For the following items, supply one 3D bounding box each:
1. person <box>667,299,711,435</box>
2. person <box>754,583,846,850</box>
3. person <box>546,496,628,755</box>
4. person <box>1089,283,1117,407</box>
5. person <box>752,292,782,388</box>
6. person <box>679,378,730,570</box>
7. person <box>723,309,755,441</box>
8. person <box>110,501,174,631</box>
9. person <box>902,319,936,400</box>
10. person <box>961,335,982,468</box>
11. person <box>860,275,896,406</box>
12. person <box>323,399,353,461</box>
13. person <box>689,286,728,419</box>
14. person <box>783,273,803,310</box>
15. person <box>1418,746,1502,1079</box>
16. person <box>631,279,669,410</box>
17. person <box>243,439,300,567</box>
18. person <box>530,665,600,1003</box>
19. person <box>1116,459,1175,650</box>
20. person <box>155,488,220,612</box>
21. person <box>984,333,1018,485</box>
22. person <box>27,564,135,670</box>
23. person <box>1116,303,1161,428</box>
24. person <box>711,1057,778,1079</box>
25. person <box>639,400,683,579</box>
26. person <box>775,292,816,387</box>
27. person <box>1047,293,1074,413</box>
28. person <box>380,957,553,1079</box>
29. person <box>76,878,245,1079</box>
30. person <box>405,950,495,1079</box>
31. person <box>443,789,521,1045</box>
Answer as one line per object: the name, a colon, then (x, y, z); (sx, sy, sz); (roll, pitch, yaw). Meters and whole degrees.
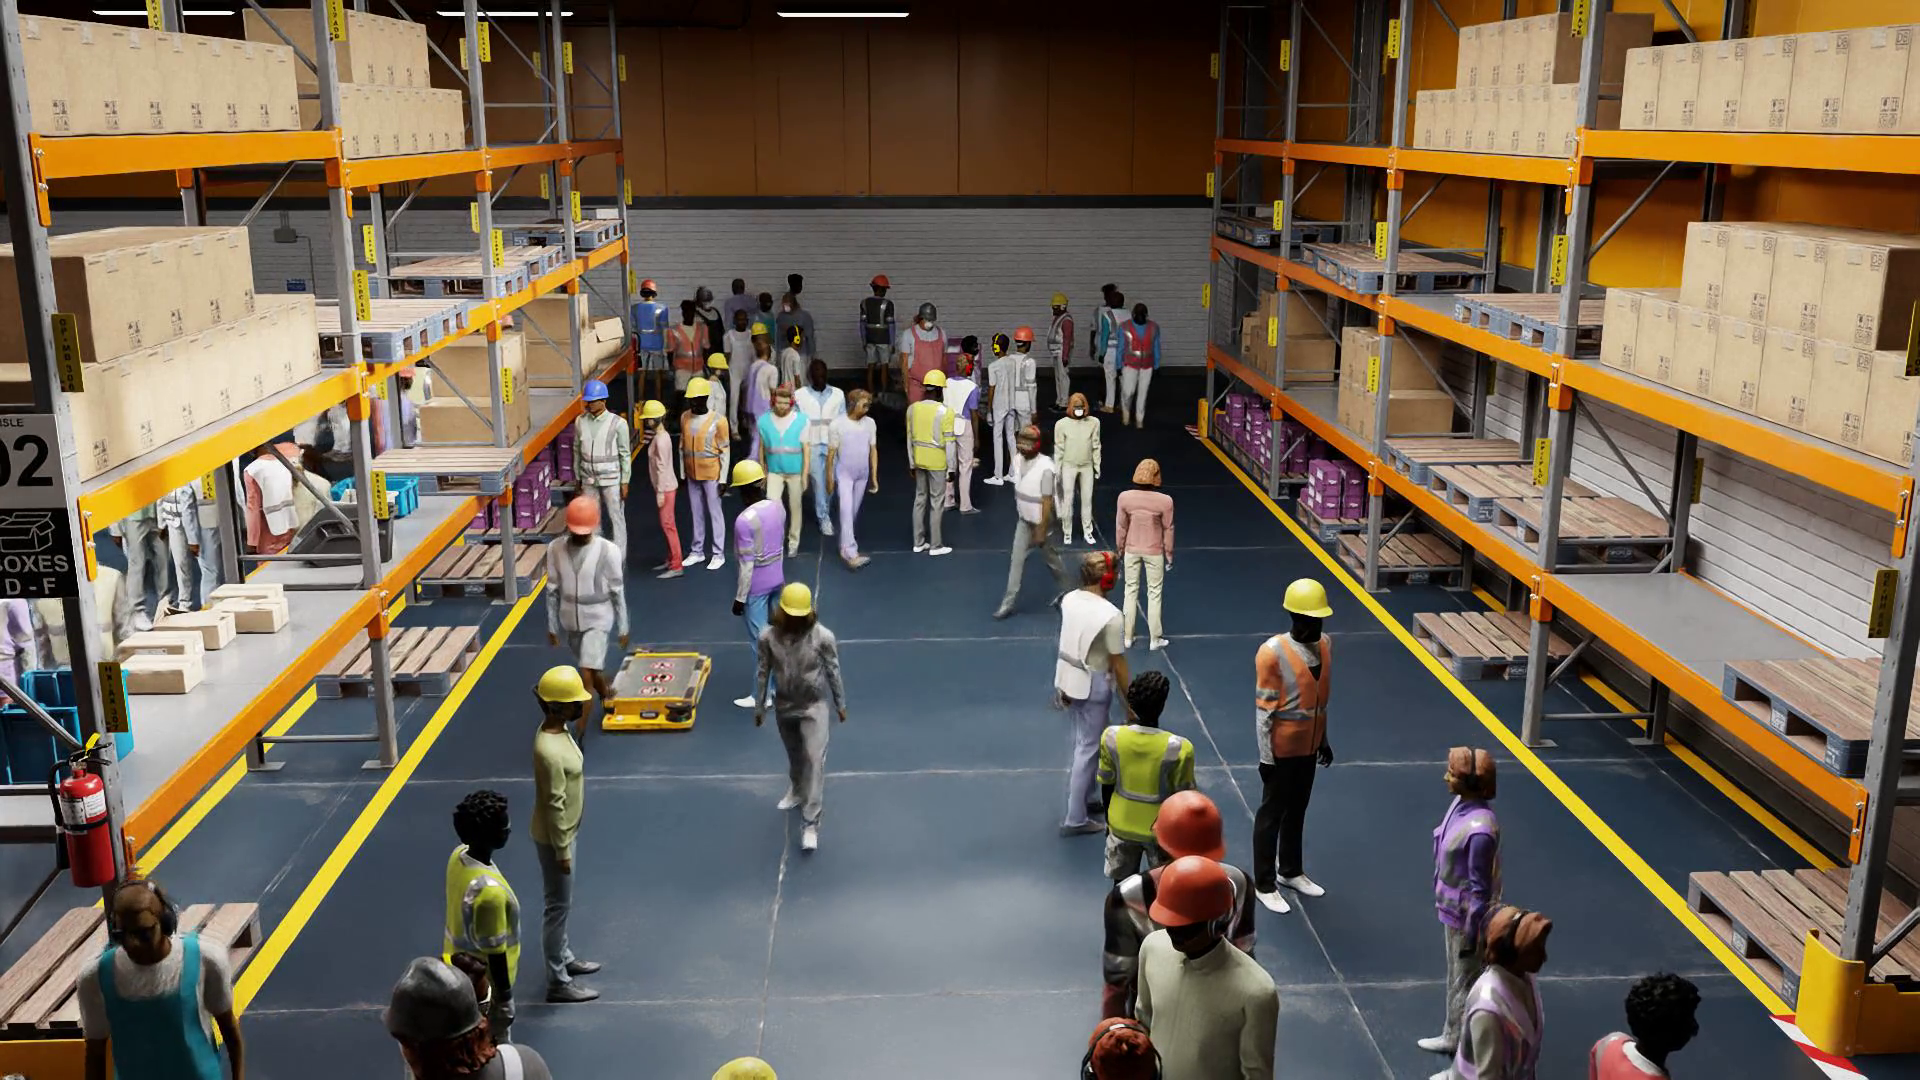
person: (-3.802, -2.435, 23.480); (0.610, 1.942, 0.453); (-8, 17, -30)
person: (-1.015, 1.039, 10.377); (0.545, 1.669, 0.965); (2, 14, 8)
person: (-2.633, 0.564, 11.861); (0.560, 1.879, 0.941); (3, 15, 12)
person: (2.314, -3.020, 25.827); (0.595, 1.917, 0.961); (8, 16, 29)
person: (-2.913, -2.882, 25.486); (0.576, 1.813, 0.565); (8, 16, 28)
person: (-2.556, -0.660, 16.533); (0.584, 1.928, 0.372); (8, 16, 28)
person: (-3.036, -2.296, 23.139); (0.504, 1.839, 0.341); (-7, 16, -24)
person: (-7.199, -0.167, 14.644); (0.399, 1.909, 0.606); (9, 17, 32)
person: (-0.427, -2.181, 22.735); (0.581, 1.802, 0.896); (14, 20, 43)
person: (0.120, -1.791, 21.435); (0.319, 1.697, 0.533); (2, 14, 6)
person: (-1.255, -3.105, 25.922); (0.611, 2.032, 0.403); (8, 16, 30)
person: (-8.200, -1.978, 21.793); (0.337, 1.882, 0.584); (-13, 19, -40)
person: (-3.757, -2.810, 24.748); (0.658, 2.000, 0.704); (6, 16, 23)
person: (-2.699, -3.351, 27.040); (0.368, 1.958, 0.599); (-3, 15, -13)
person: (2.338, 1.735, 7.712); (0.310, 1.637, 0.523); (2, 14, 7)
person: (-4.714, -2.946, 25.327); (0.622, 2.030, 0.444); (3, 15, 10)
person: (-5.879, -0.065, 14.254); (0.409, 1.907, 0.597); (3, 15, 11)
person: (-2.008, 1.484, 8.460); (0.339, 1.761, 0.524); (-3, 15, -10)
person: (1.563, 0.120, 14.058); (0.506, 1.632, 0.268); (6, 16, 23)
person: (-6.785, -0.148, 14.614); (0.584, 1.882, 0.349); (1, 14, 6)
person: (0.519, -1.596, 20.352); (0.510, 1.860, 0.333); (-12, 18, -39)
person: (-5.701, 0.802, 10.876); (0.607, 1.893, 0.451); (-3, 15, -11)
person: (2.579, -2.516, 24.018); (0.641, 1.826, 0.437); (-2, 14, -7)
person: (-0.648, 2.367, 5.048); (0.323, 1.737, 0.490); (-3, 15, -10)
person: (-2.927, -0.498, 16.252); (0.352, 1.757, 0.521); (-3, 15, -13)
person: (-2.442, -2.743, 24.751); (0.643, 1.917, 0.474); (9, 17, 31)
person: (1.532, -2.857, 25.375); (0.403, 1.824, 0.591); (-3, 15, -11)
person: (-1.548, 2.206, 5.058); (0.535, 2.000, 0.684); (7, 16, 25)
person: (-2.894, 2.078, 6.057); (0.501, 1.788, 0.966); (-3, 15, -13)
person: (-1.606, 2.198, 5.430); (0.314, 1.869, 0.535); (-7, 16, -27)
person: (-2.026, 1.868, 7.100); (0.322, 1.690, 0.530); (-9, 17, -31)
